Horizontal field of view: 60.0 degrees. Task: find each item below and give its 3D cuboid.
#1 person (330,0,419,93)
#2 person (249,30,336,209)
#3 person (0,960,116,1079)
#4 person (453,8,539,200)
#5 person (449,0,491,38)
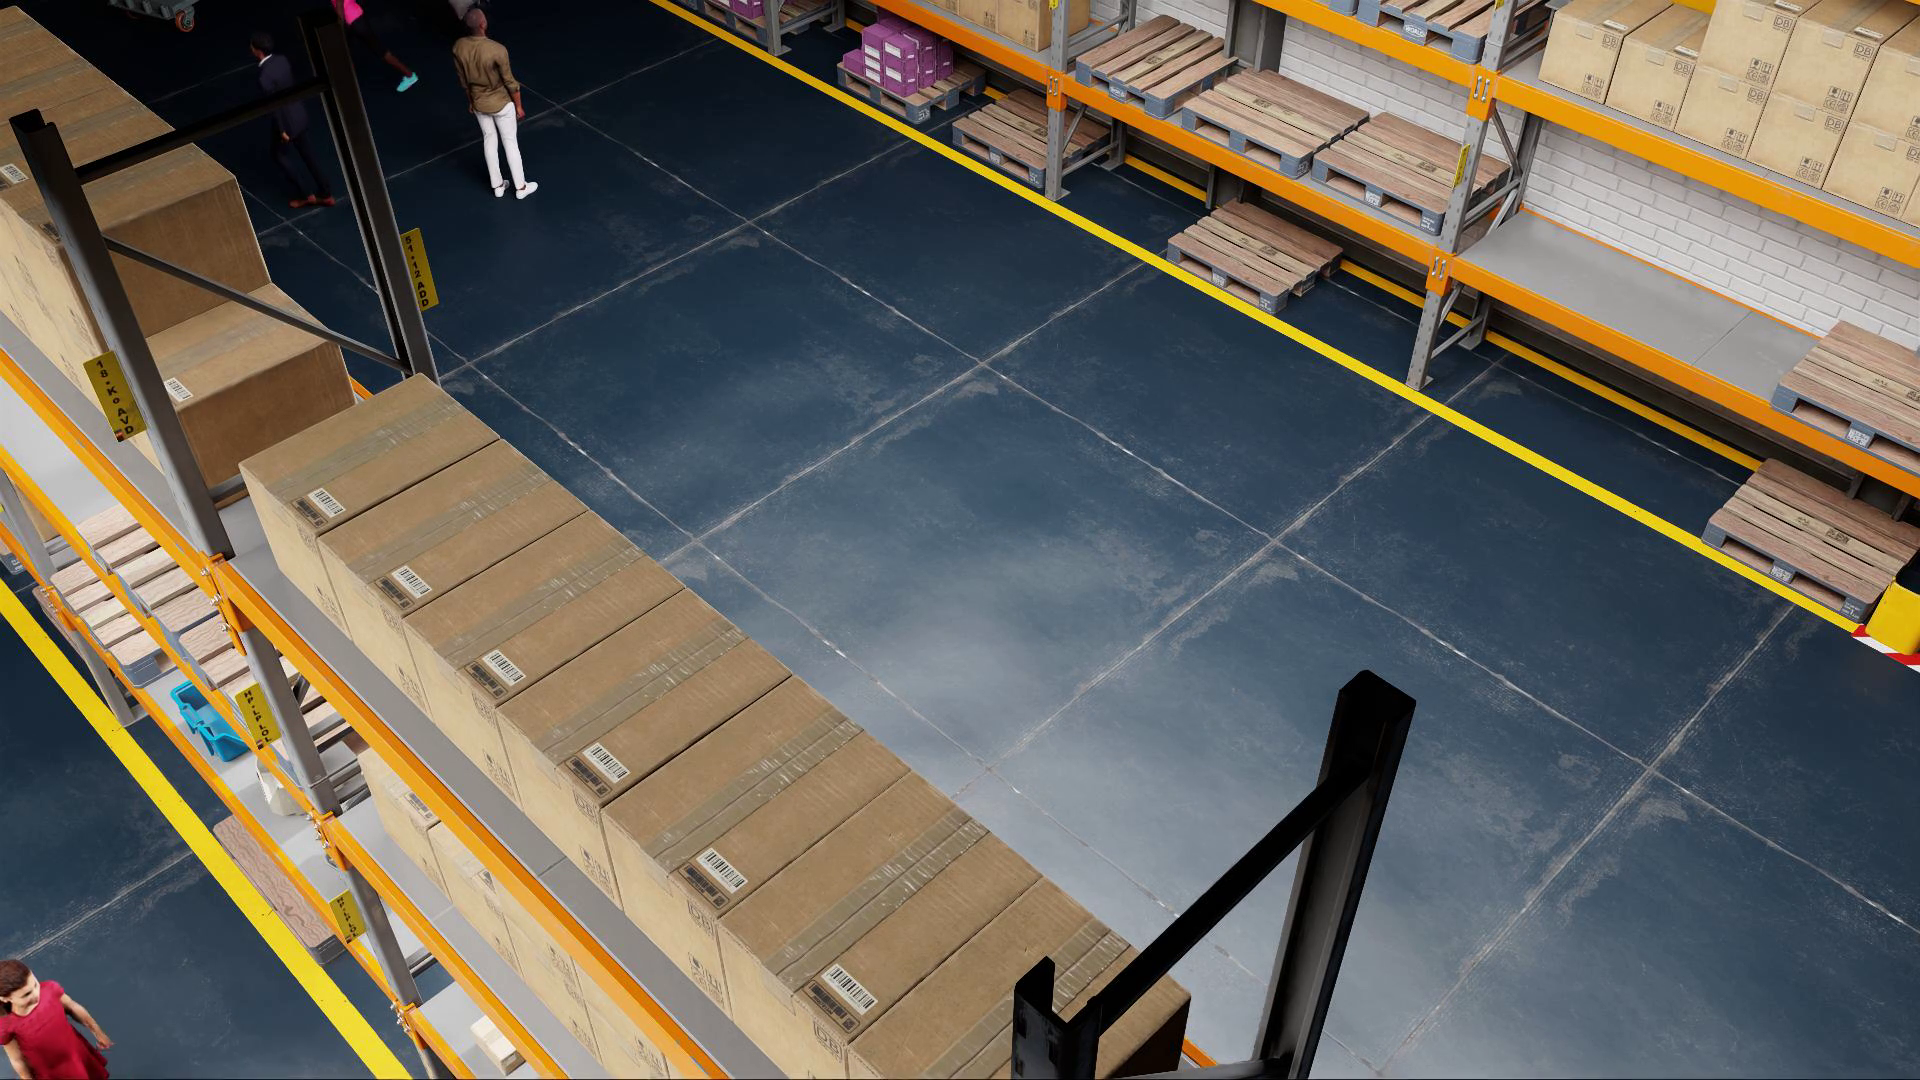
[{"bbox_3d":[-5.863,-5.105,16.346,0.914,1.678,1.162,-18,46,-18],"label":"person"},{"bbox_3d":[-5.910,-3.730,14.881,0.816,1.708,0.773,8,44,8],"label":"person"},{"bbox_3d":[-4.594,2.575,8.381,0.717,1.546,0.662,18,46,18],"label":"person"},{"bbox_3d":[-4.211,-3.925,15.001,0.733,1.825,0.864,9,44,10],"label":"person"},{"bbox_3d":[-5.021,-5.606,16.945,0.659,1.577,1.024,-32,52,-29],"label":"person"}]
